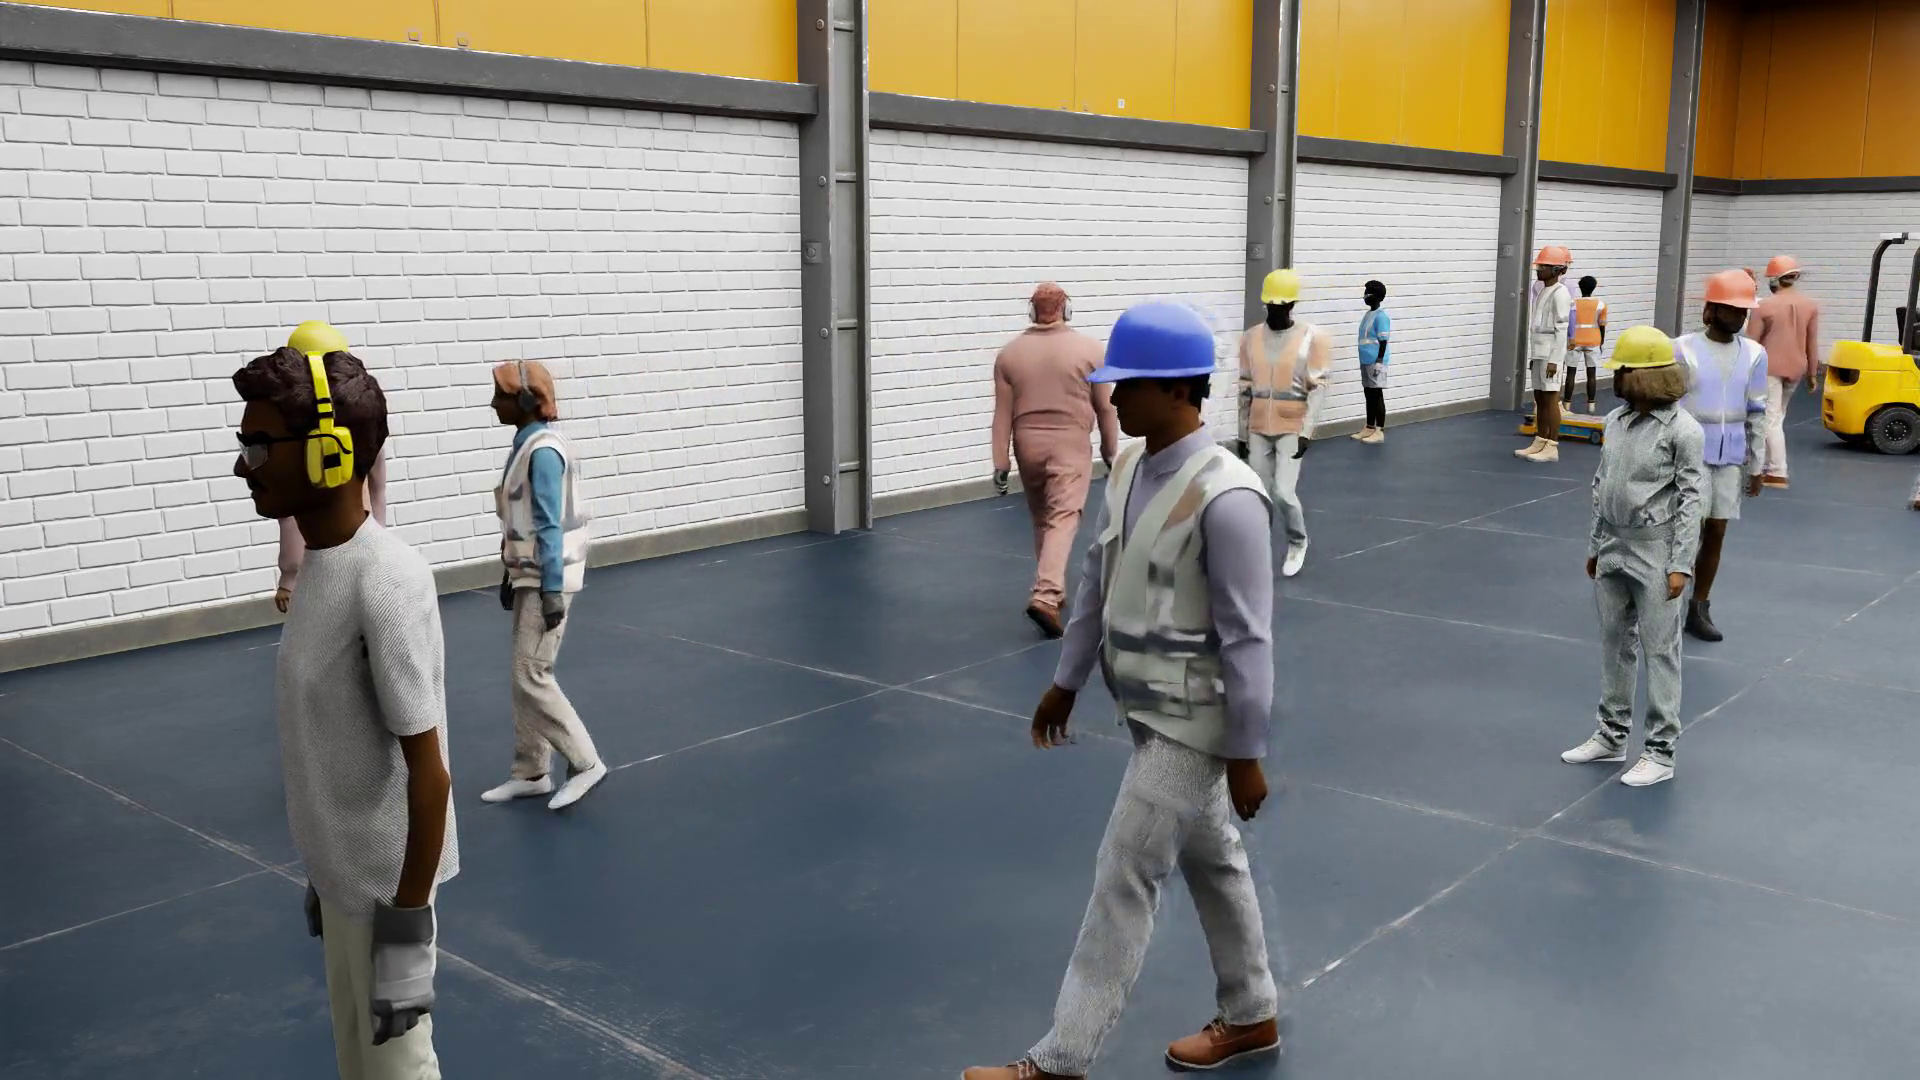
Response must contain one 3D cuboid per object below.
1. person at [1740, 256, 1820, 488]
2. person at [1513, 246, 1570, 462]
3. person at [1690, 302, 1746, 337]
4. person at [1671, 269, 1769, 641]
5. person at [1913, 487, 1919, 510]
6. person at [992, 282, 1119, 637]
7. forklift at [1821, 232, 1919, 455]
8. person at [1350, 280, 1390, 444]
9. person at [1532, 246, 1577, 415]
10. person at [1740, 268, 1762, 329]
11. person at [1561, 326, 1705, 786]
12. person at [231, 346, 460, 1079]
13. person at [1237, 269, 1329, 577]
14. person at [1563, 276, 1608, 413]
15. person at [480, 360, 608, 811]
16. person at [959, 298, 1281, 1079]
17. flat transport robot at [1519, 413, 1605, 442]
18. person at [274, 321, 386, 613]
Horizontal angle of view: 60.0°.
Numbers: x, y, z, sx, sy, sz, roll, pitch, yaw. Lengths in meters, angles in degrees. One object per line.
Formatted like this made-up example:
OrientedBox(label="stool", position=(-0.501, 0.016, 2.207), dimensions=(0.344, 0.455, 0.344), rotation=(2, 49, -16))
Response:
OrientedBox(label="person", position=(6.963, -1.455, 14.338), dimensions=(0.647, 1.953, 0.903), rotation=(-2, 10, -11))
OrientedBox(label="person", position=(5.572, -1.767, 15.846), dimensions=(0.370, 2.048, 0.607), rotation=(0, 10, -1))
OrientedBox(label="person", position=(6.694, -1.348, 14.696), dimensions=(0.526, 1.605, 0.696), rotation=(4, 11, 22))
OrientedBox(label="person", position=(3.857, -0.422, 8.547), dimensions=(0.569, 1.917, 0.414), rotation=(-1, 10, -4))
OrientedBox(label="person", position=(7.853, -1.111, 12.668), dimensions=(1.006, 1.849, 0.656), rotation=(2, 10, 13))
OrientedBox(label="person", position=(0.485, -0.439, 8.945), dimensions=(0.655, 1.867, 1.025), rotation=(4, 11, 21))
OrientedBox(label="forklift", position=(9.955, -1.972, 16.595), dimensions=(2.313, 2.155, 1.214), rotation=(1, 10, 8))
OrientedBox(label="person", position=(4.302, -1.856, 17.351), dimensions=(0.316, 1.696, 0.540), rotation=(-1, 10, -6))
OrientedBox(label="person", position=(7.112, -2.474, 19.883), dimensions=(0.370, 2.044, 0.608), rotation=(-6, 12, -32))
OrientedBox(label="person", position=(7.951, -1.840, 16.891), dimensions=(0.590, 1.844, 1.003), rotation=(-4, 11, -22))
OrientedBox(label="person", position=(2.564, 0.061, 6.317), dimensions=(0.324, 1.737, 0.492), rotation=(-4, 11, -21))
OrientedBox(label="person", position=(-1.020, 0.606, 2.846), dimensions=(0.310, 1.868, 0.533), rotation=(-7, 12, -33))
OrientedBox(label="person", position=(1.925, -0.673, 10.028), dimensions=(0.600, 1.903, 0.494), rotation=(8, 13, 37))
OrientedBox(label="person", position=(7.701, -2.411, 20.546), dimensions=(0.537, 1.690, 0.319), rotation=(3, 10, 14))
OrientedBox(label="person", position=(-1.542, 0.169, 5.995), dimensions=(0.393, 1.631, 0.561), rotation=(-4, 11, -24))
OrientedBox(label="person", position=(0.399, 0.405, 3.884), dimensions=(0.964, 1.904, 0.627), rotation=(-2, 10, -14))
OrientedBox(label="flat transport robot", position=(6.691, -1.182, 17.571), dimensions=(0.652, 0.197, 1.431), rotation=(-5, 11, -27))
OrientedBox(label="person", position=(-2.294, 0.090, 6.076), dimensions=(0.315, 1.769, 0.525), rotation=(4, 11, 20))
